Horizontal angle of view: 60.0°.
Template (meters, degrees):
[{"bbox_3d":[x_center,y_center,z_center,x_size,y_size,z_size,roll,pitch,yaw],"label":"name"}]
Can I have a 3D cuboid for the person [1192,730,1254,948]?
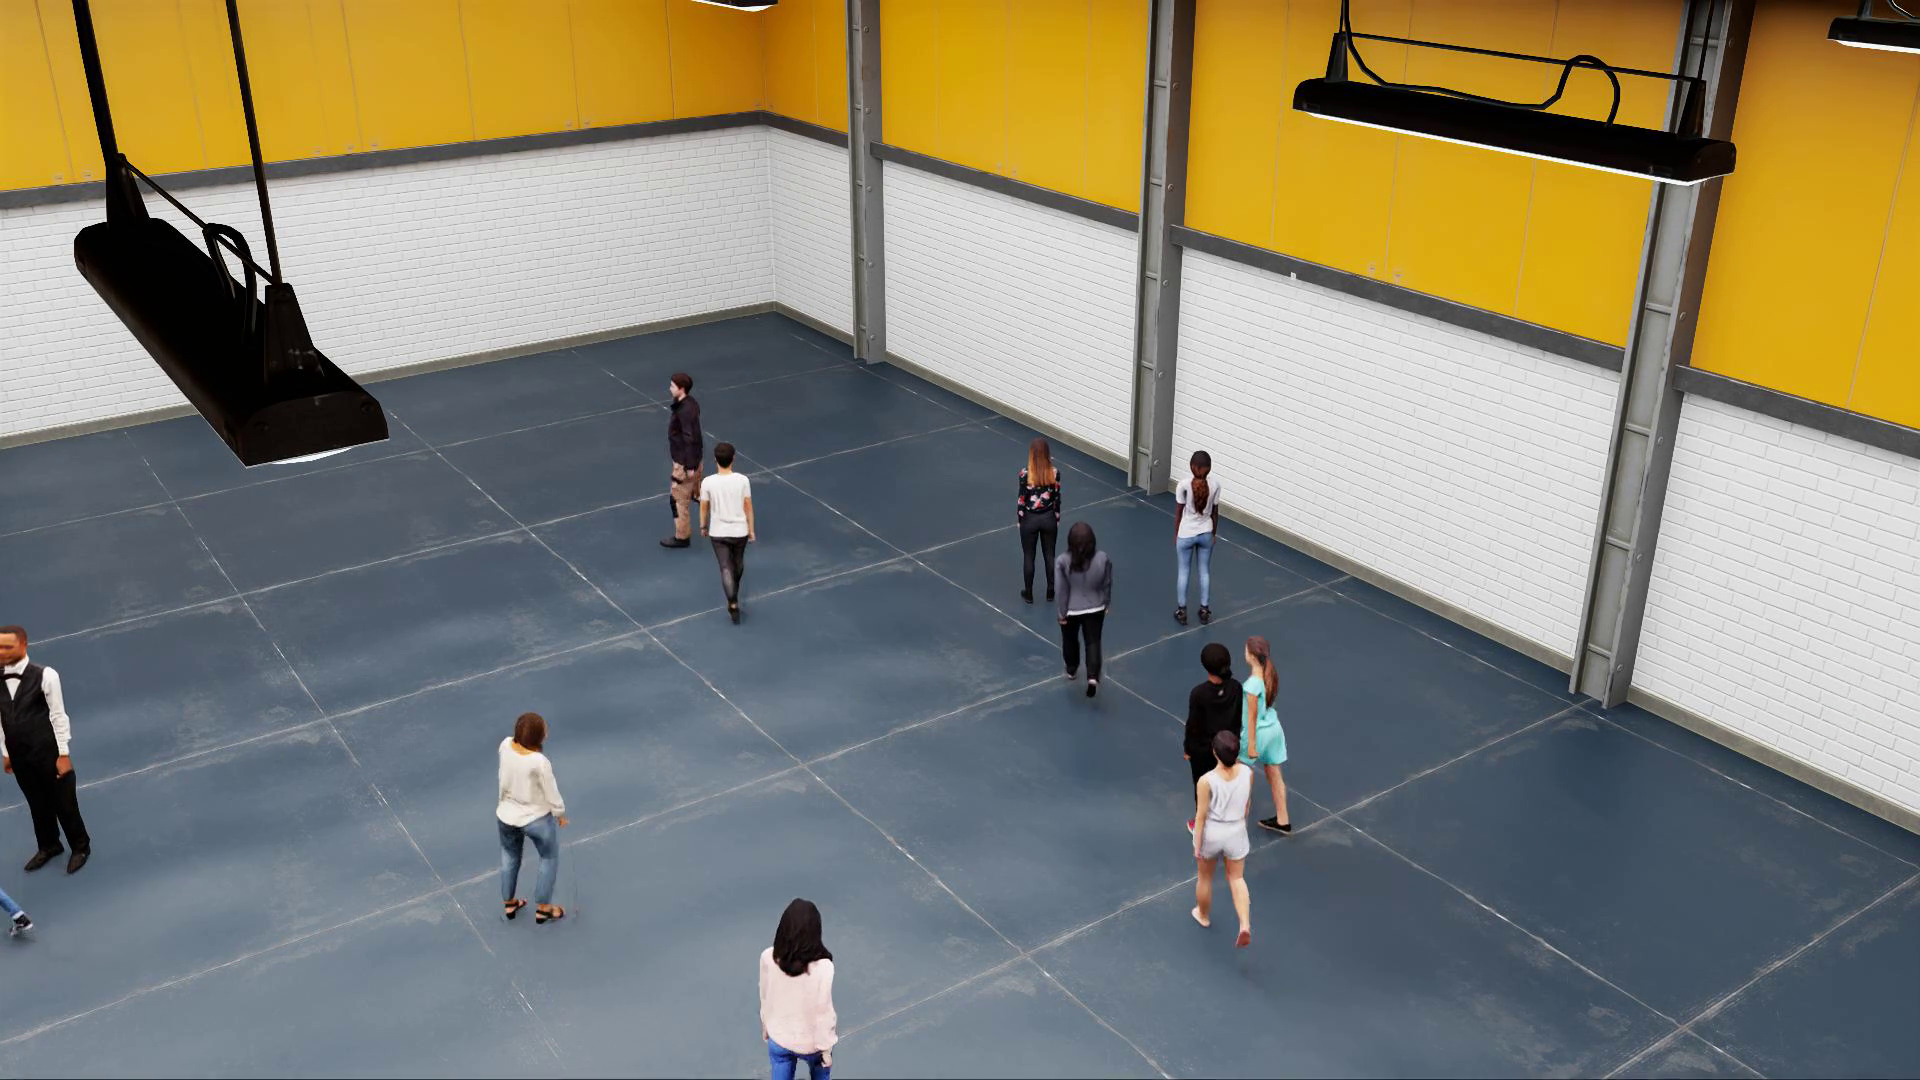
[{"bbox_3d":[1.787,2.017,11.129,0.764,1.590,0.964,-6,24,-13],"label":"person"}]

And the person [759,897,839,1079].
[{"bbox_3d":[-0.929,2.815,9.120,1.156,1.737,1.086,10,25,21],"label":"person"}]

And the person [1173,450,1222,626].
[{"bbox_3d":[2.216,-0.031,15.652,0.646,1.721,0.650,-4,24,-8],"label":"person"}]

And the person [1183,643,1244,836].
[{"bbox_3d":[1.882,1.546,12.121,0.717,1.659,0.895,-8,25,-18],"label":"person"}]

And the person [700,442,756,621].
[{"bbox_3d":[-2.194,-0.059,15.768,0.899,1.679,1.156,-6,24,-13],"label":"person"}]

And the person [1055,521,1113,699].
[{"bbox_3d":[1.066,0.607,14.377,0.975,1.573,1.106,-1,24,-3],"label":"person"}]

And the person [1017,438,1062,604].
[{"bbox_3d":[0.767,-0.194,16.073,0.646,1.683,0.651,-3,24,-6],"label":"person"}]

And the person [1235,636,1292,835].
[{"bbox_3d":[2.298,1.501,12.421,1.082,1.502,0.653,19,30,37],"label":"person"}]

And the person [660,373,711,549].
[{"bbox_3d":[-2.743,-0.821,17.227,1.085,1.906,1.113,-2,24,-4],"label":"person"}]

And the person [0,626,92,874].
[{"bbox_3d":[-6.623,1.482,11.943,0.776,1.919,0.809,2,24,4],"label":"person"}]

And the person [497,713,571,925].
[{"bbox_3d":[-2.947,1.903,11.318,0.662,1.648,0.812,6,24,13],"label":"person"}]
